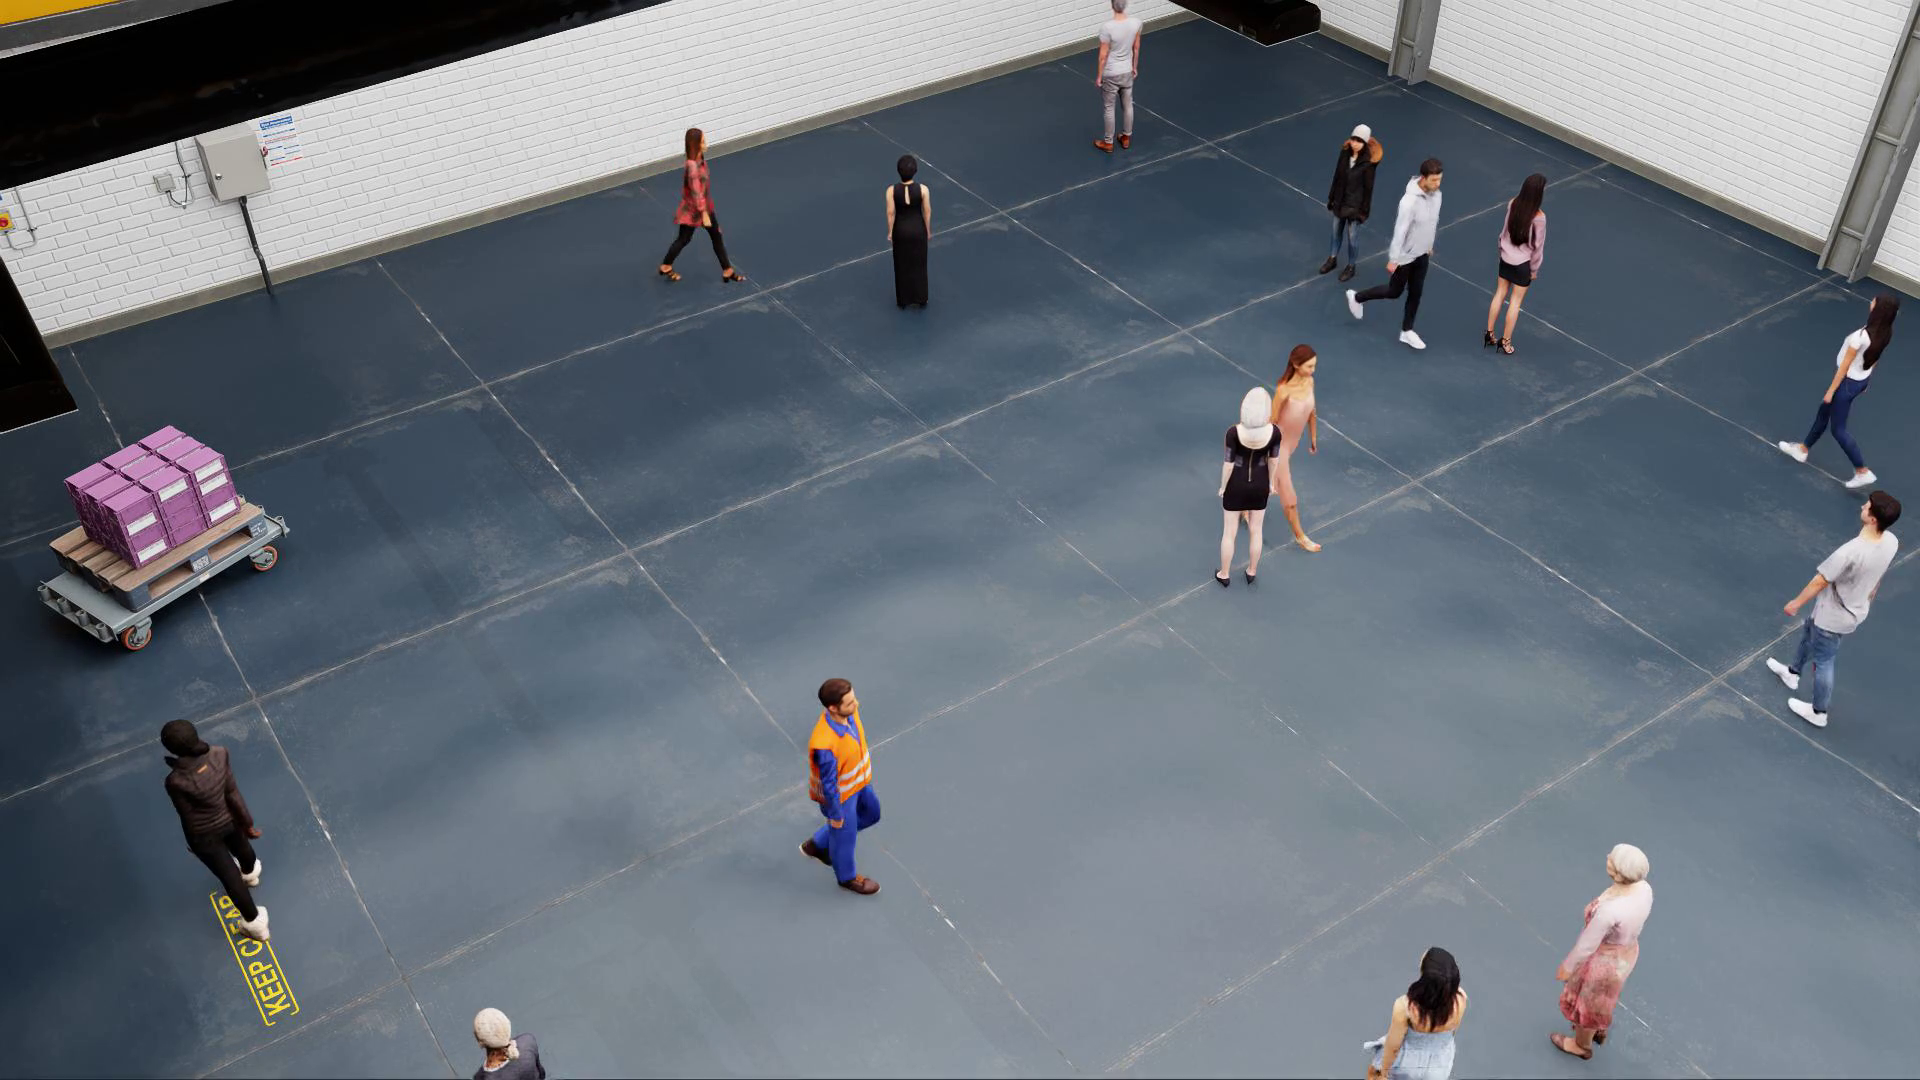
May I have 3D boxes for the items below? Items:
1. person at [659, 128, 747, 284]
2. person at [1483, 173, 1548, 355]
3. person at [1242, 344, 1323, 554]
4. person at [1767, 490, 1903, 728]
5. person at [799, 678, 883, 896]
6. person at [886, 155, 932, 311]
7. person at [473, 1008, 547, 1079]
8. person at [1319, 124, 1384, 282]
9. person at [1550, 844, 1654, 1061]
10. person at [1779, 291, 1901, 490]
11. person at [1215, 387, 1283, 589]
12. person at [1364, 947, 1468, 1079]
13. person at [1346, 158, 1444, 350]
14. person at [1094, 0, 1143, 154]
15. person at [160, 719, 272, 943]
[{"bbox_3d":[-2.674,-3.237,16.356,1.131,1.657,1.118,3,39,4],"label":"person"},{"bbox_3d":[5.141,-2.545,15.365,0.673,1.812,0.459,-22,44,-25],"label":"person"},{"bbox_3d":[2.484,-0.798,13.201,0.719,1.782,1.163,-29,47,-31],"label":"person"},{"bbox_3d":[6.149,0.524,11.484,0.716,1.860,0.890,-22,43,-25],"label":"person"},{"bbox_3d":[-0.805,1.508,10.253,0.977,1.858,0.917,9,39,11],"label":"person"},{"bbox_3d":[-0.491,-2.956,16.048,0.656,1.601,0.667,-3,39,-4],"label":"person"},{"bbox_3d":[-2.209,2.990,8.512,0.668,1.715,0.675,26,45,29],"label":"person"},{"bbox_3d":[3.888,-3.370,16.542,0.717,1.632,0.570,-30,48,-32],"label":"person"},{"bbox_3d":[3.673,2.393,9.287,0.669,1.681,0.650,30,48,32],"label":"person"},{"bbox_3d":[7.428,-1.216,13.754,0.598,1.745,1.085,-24,45,-27],"label":"person"},{"bbox_3d":[2.185,-0.395,12.659,0.656,1.830,0.665,-3,39,-3],"label":"person"},{"bbox_3d":[2.432,2.814,8.731,0.726,1.716,0.772,-3,39,-4],"label":"person"},{"bbox_3d":[4.101,-2.719,15.512,0.756,1.901,1.100,-29,47,-32],"label":"person"},{"bbox_3d":[1.785,-5.277,18.776,0.721,1.825,0.612,-17,42,-20],"label":"person"},{"bbox_3d":[-4.629,1.715,10.167,1.042,1.642,0.737,31,48,33],"label":"person"}]
